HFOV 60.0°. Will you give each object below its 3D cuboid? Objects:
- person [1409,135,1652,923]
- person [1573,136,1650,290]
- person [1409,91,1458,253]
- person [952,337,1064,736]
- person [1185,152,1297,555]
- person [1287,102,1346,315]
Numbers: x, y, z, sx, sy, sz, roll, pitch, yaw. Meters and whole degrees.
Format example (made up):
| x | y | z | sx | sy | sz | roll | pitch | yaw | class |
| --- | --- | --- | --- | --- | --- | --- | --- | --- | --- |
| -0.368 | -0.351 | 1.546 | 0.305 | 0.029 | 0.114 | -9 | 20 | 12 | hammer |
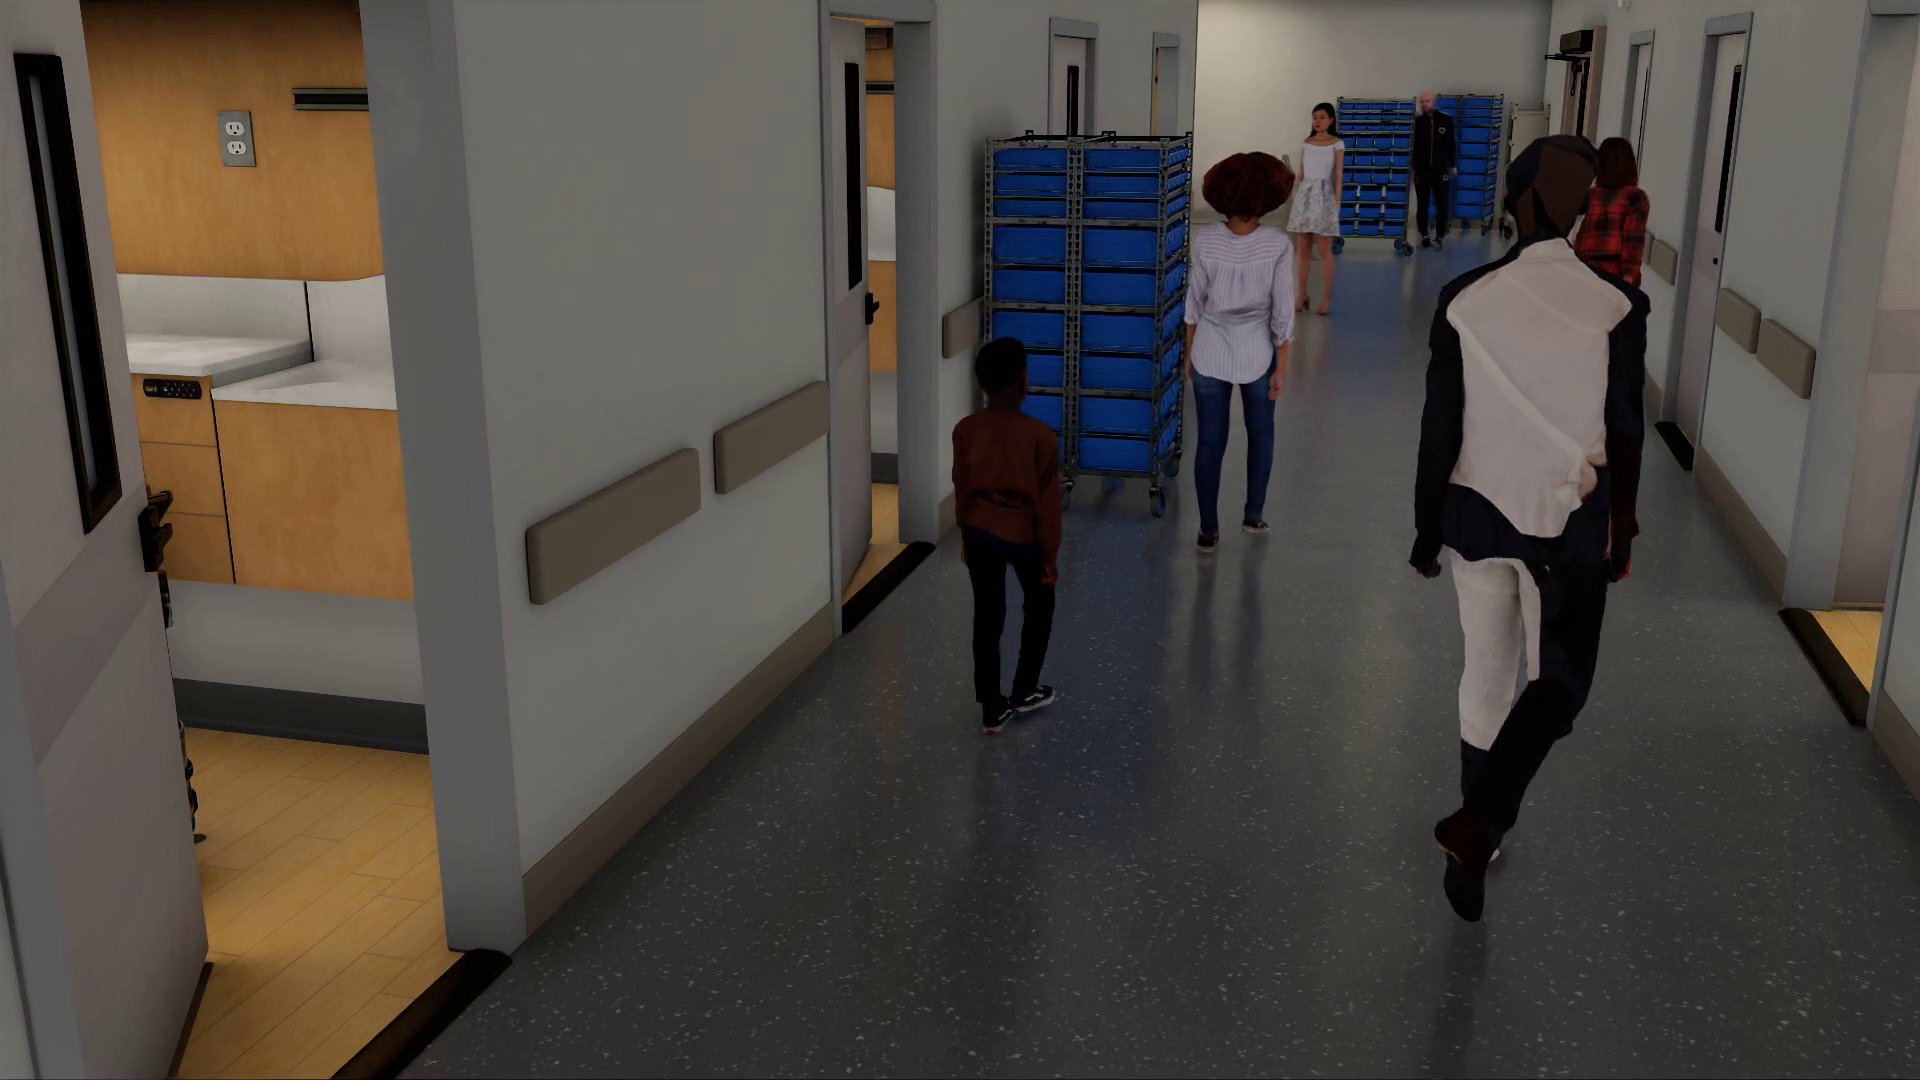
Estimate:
| x | y | z | sx | sy | sz | roll | pitch | yaw | class |
| --- | --- | --- | --- | --- | --- | --- | --- | --- | --- |
| 1.336 | 0.015 | 3.975 | 0.909 | 1.864 | 1.168 | 10 | 19 | 32 | person |
| 3.520 | -1.344 | 9.171 | 0.826 | 1.661 | 0.775 | -9 | 18 | -29 | person |
| 5.360 | -4.166 | 18.982 | 0.704 | 1.768 | 1.164 | 3 | 16 | 11 | person |
| 0.117 | 0.007 | 5.140 | 0.563 | 1.249 | 0.595 | 6 | 17 | 21 | person |
| 1.157 | -0.771 | 7.076 | 0.631 | 1.695 | 0.679 | 4 | 16 | 12 | person |
| 3.056 | -2.824 | 14.220 | 0.768 | 1.770 | 0.781 | 14 | 21 | 40 | person |
